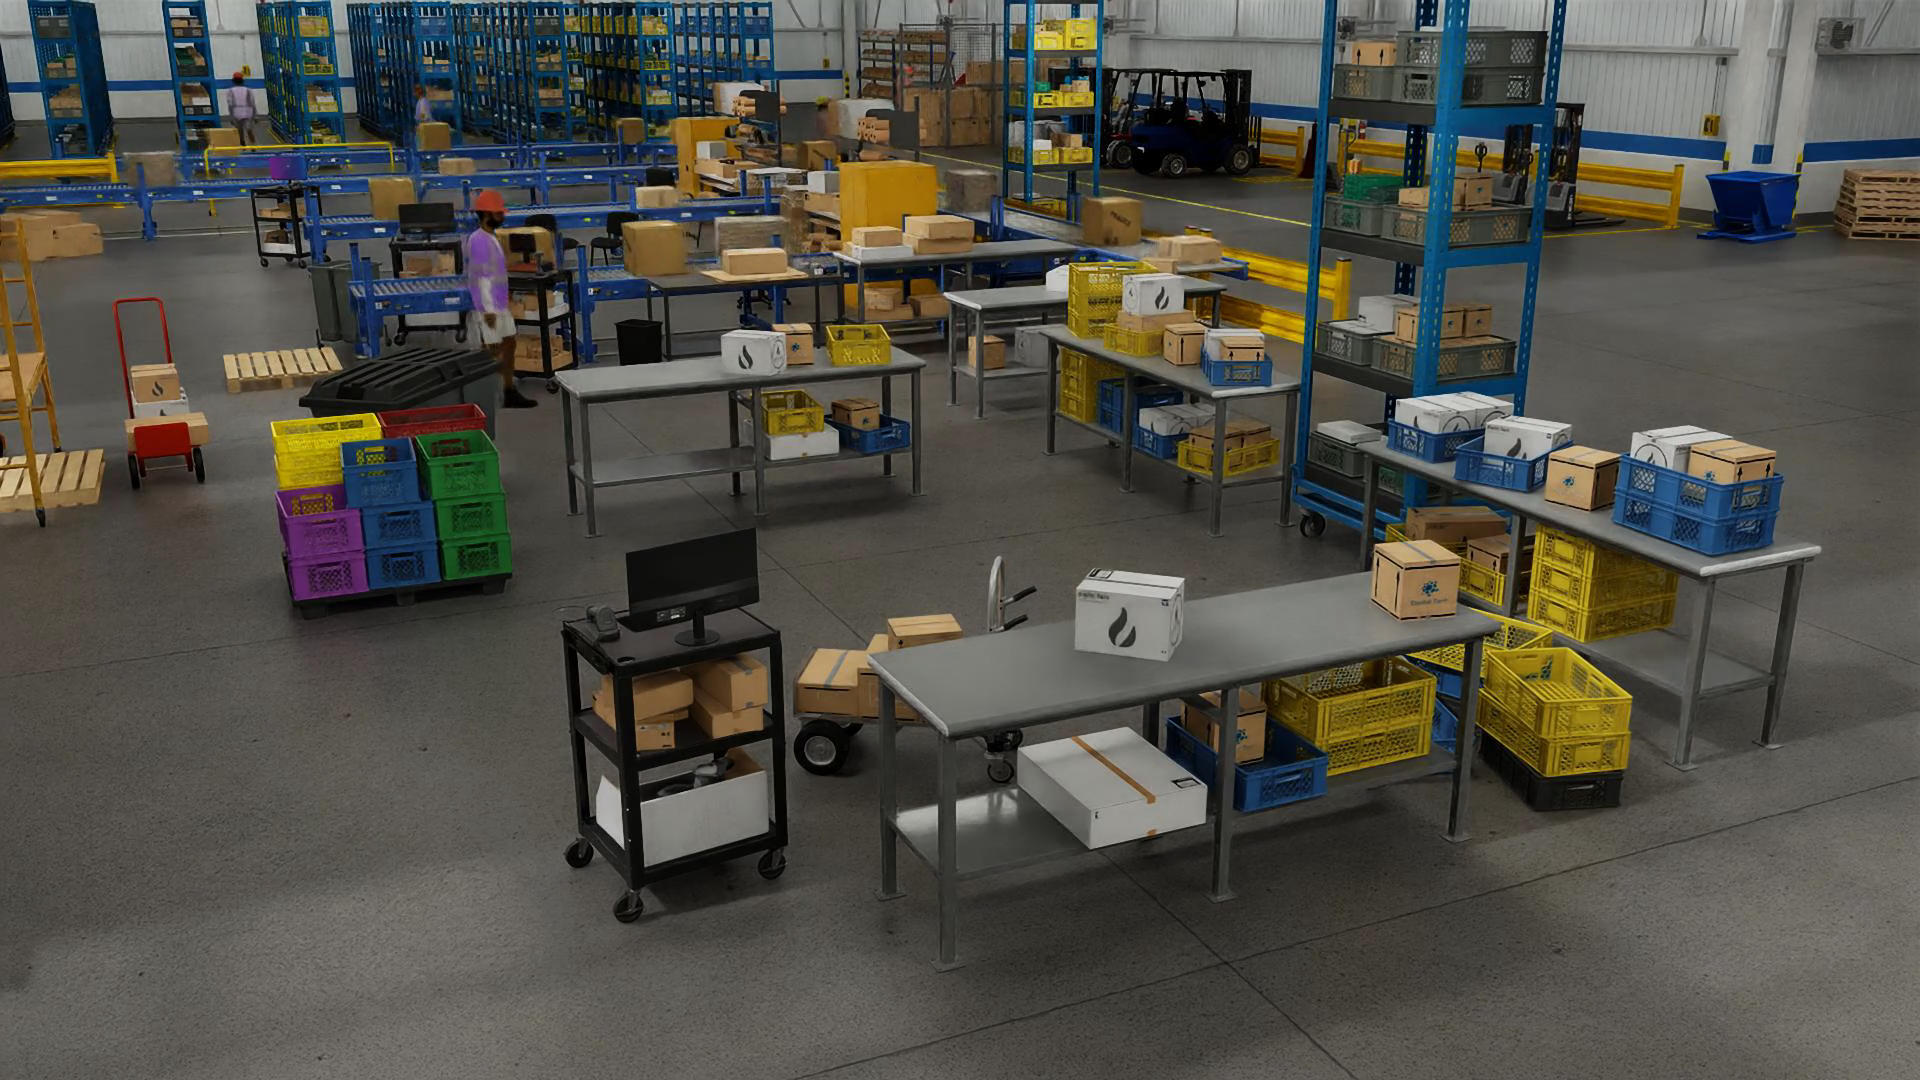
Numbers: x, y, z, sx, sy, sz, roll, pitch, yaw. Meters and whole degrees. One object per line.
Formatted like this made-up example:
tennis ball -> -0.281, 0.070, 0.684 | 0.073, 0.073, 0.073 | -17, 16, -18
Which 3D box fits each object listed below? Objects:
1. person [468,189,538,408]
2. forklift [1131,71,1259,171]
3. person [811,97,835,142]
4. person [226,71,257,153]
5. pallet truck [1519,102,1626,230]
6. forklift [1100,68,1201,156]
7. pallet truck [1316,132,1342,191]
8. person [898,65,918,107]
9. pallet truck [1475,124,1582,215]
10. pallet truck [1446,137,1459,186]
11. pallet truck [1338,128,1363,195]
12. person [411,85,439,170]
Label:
person -> -4.120, -2.059, 14.386 | 0.697, 1.917, 0.559 | 0, 18, 0
forklift -> 4.998, -8.936, 35.413 | 2.680, 1.987, 1.157 | -9, 20, -25
person -> -2.801, -7.952, 33.219 | 0.719, 1.740, 0.546 | 11, 21, 31
person -> -17.072, -10.110, 39.584 | 0.610, 2.027, 0.692 | -9, 20, -27
pallet truck -> 9.972, -6.037, 26.785 | 1.885, 1.965, 0.823 | -9, 20, -25
forklift -> 4.082, -9.564, 37.410 | 2.680, 1.987, 1.157 | -8, 19, -23
pallet truck -> 7.723, -7.504, 32.656 | 1.601, 1.201, 0.680 | -8, 19, -23
person -> -1.437, -12.178, 46.201 | 0.438, 1.950, 0.689 | -12, 21, -34
pallet truck -> 9.707, -6.455, 28.103 | 1.885, 1.965, 0.823 | -7, 19, -20
pallet truck -> 9.184, -6.485, 29.328 | 1.630, 1.274, 0.653 | -8, 19, -23
pallet truck -> 7.845, -7.140, 31.411 | 1.522, 1.261, 0.704 | -9, 20, -25
person -> -11.864, -9.024, 36.467 | 0.760, 1.817, 0.579 | -8, 19, -23
